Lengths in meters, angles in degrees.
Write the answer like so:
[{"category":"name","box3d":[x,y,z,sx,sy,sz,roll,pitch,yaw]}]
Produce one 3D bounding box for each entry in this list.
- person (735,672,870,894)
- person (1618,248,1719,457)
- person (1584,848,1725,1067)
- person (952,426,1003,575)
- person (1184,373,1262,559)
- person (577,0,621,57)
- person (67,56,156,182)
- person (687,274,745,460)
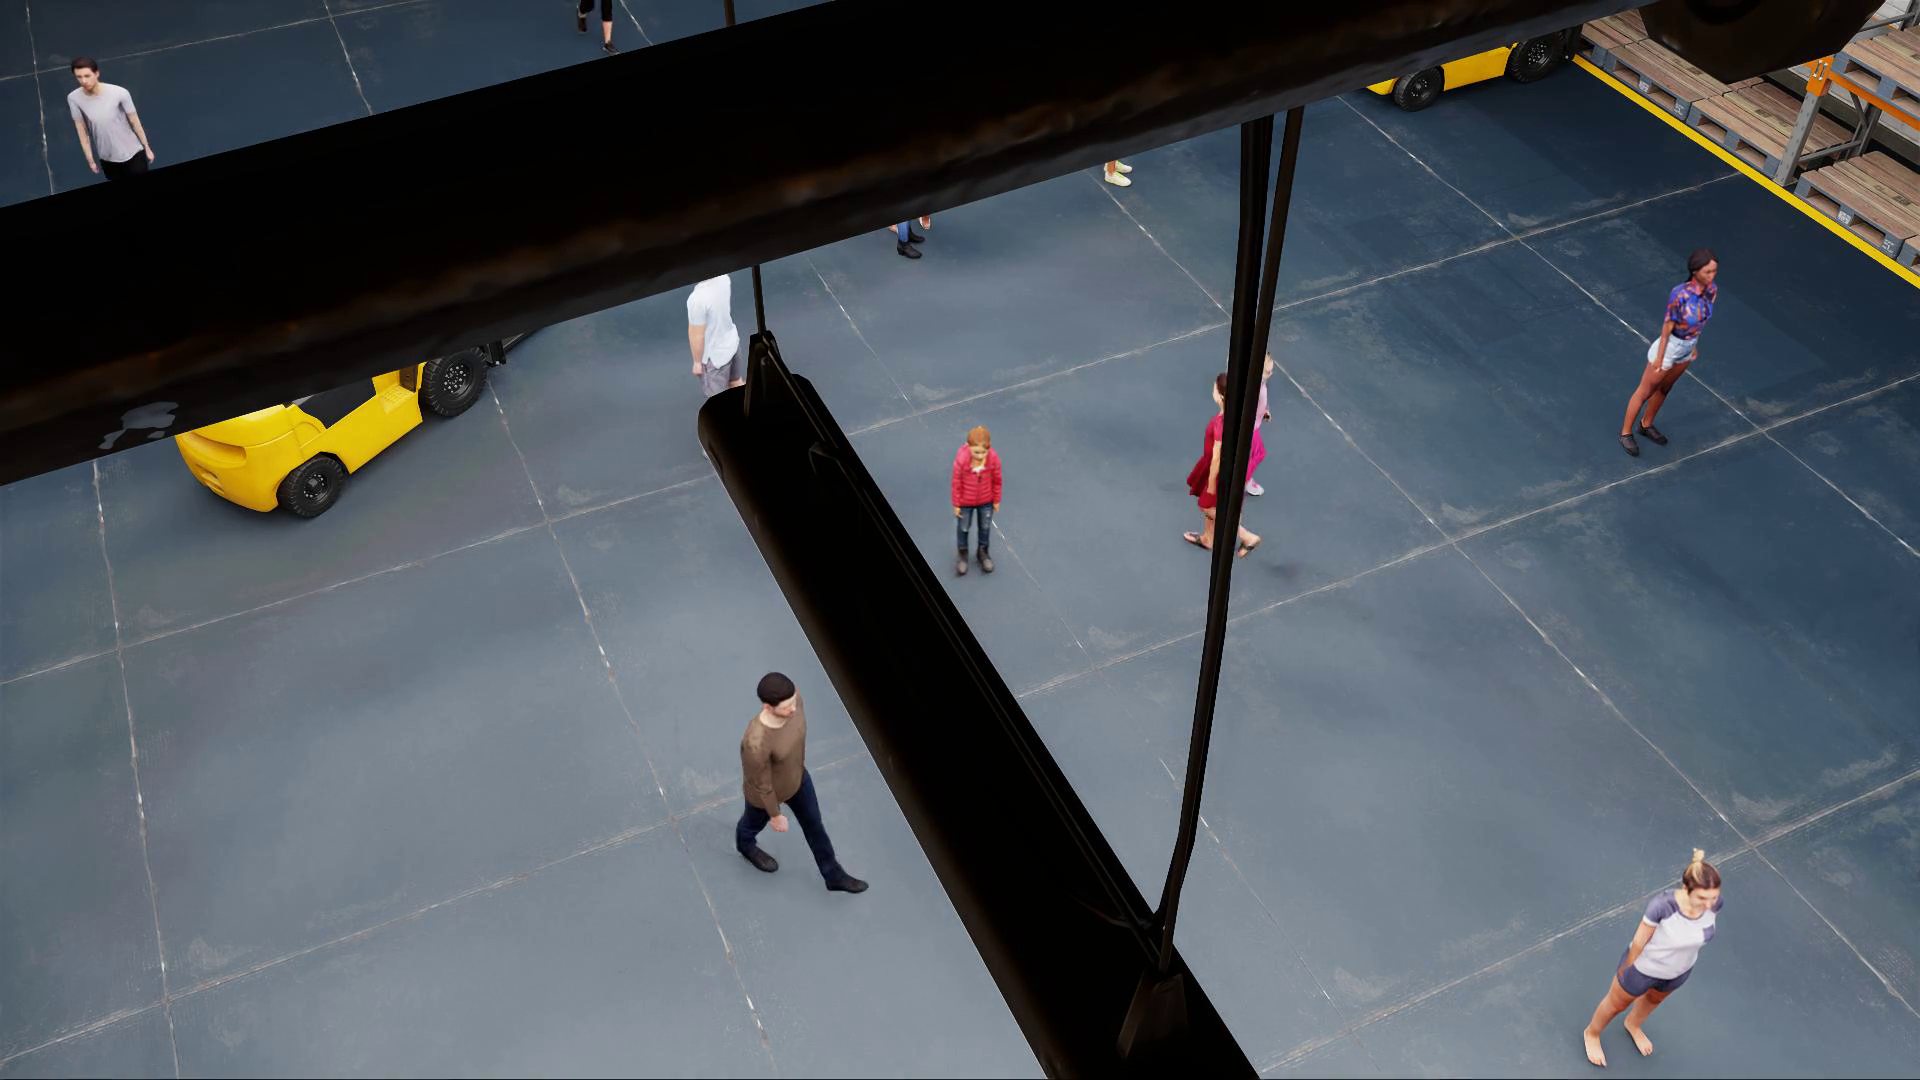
[{"category":"person","box3d":[-1.118,1.343,9.471,1.211,1.831,1.051,22,48,21]},{"category":"person","box3d":[5.326,-1.421,12.438,0.582,1.741,0.504,-18,47,-18]},{"category":"person","box3d":[3.665,2.197,8.724,0.640,1.624,0.606,-7,44,-7]},{"category":"person","box3d":[0.105,-0.294,11.567,0.557,1.309,0.571,-5,44,-5]},{"category":"person","box3d":[1.897,-0.482,11.600,0.910,1.536,0.802,18,46,18]},{"category":"person","box3d":[-3.824,-5.873,17.136,0.690,1.706,0.987,-26,49,-25]},{"category":"person","box3d":[-7.247,-3.374,14.416,0.805,1.839,1.064,-9,44,-10]},{"category":"person","box3d":[-1.789,-1.402,12.354,0.761,1.828,0.711,16,46,16]}]
